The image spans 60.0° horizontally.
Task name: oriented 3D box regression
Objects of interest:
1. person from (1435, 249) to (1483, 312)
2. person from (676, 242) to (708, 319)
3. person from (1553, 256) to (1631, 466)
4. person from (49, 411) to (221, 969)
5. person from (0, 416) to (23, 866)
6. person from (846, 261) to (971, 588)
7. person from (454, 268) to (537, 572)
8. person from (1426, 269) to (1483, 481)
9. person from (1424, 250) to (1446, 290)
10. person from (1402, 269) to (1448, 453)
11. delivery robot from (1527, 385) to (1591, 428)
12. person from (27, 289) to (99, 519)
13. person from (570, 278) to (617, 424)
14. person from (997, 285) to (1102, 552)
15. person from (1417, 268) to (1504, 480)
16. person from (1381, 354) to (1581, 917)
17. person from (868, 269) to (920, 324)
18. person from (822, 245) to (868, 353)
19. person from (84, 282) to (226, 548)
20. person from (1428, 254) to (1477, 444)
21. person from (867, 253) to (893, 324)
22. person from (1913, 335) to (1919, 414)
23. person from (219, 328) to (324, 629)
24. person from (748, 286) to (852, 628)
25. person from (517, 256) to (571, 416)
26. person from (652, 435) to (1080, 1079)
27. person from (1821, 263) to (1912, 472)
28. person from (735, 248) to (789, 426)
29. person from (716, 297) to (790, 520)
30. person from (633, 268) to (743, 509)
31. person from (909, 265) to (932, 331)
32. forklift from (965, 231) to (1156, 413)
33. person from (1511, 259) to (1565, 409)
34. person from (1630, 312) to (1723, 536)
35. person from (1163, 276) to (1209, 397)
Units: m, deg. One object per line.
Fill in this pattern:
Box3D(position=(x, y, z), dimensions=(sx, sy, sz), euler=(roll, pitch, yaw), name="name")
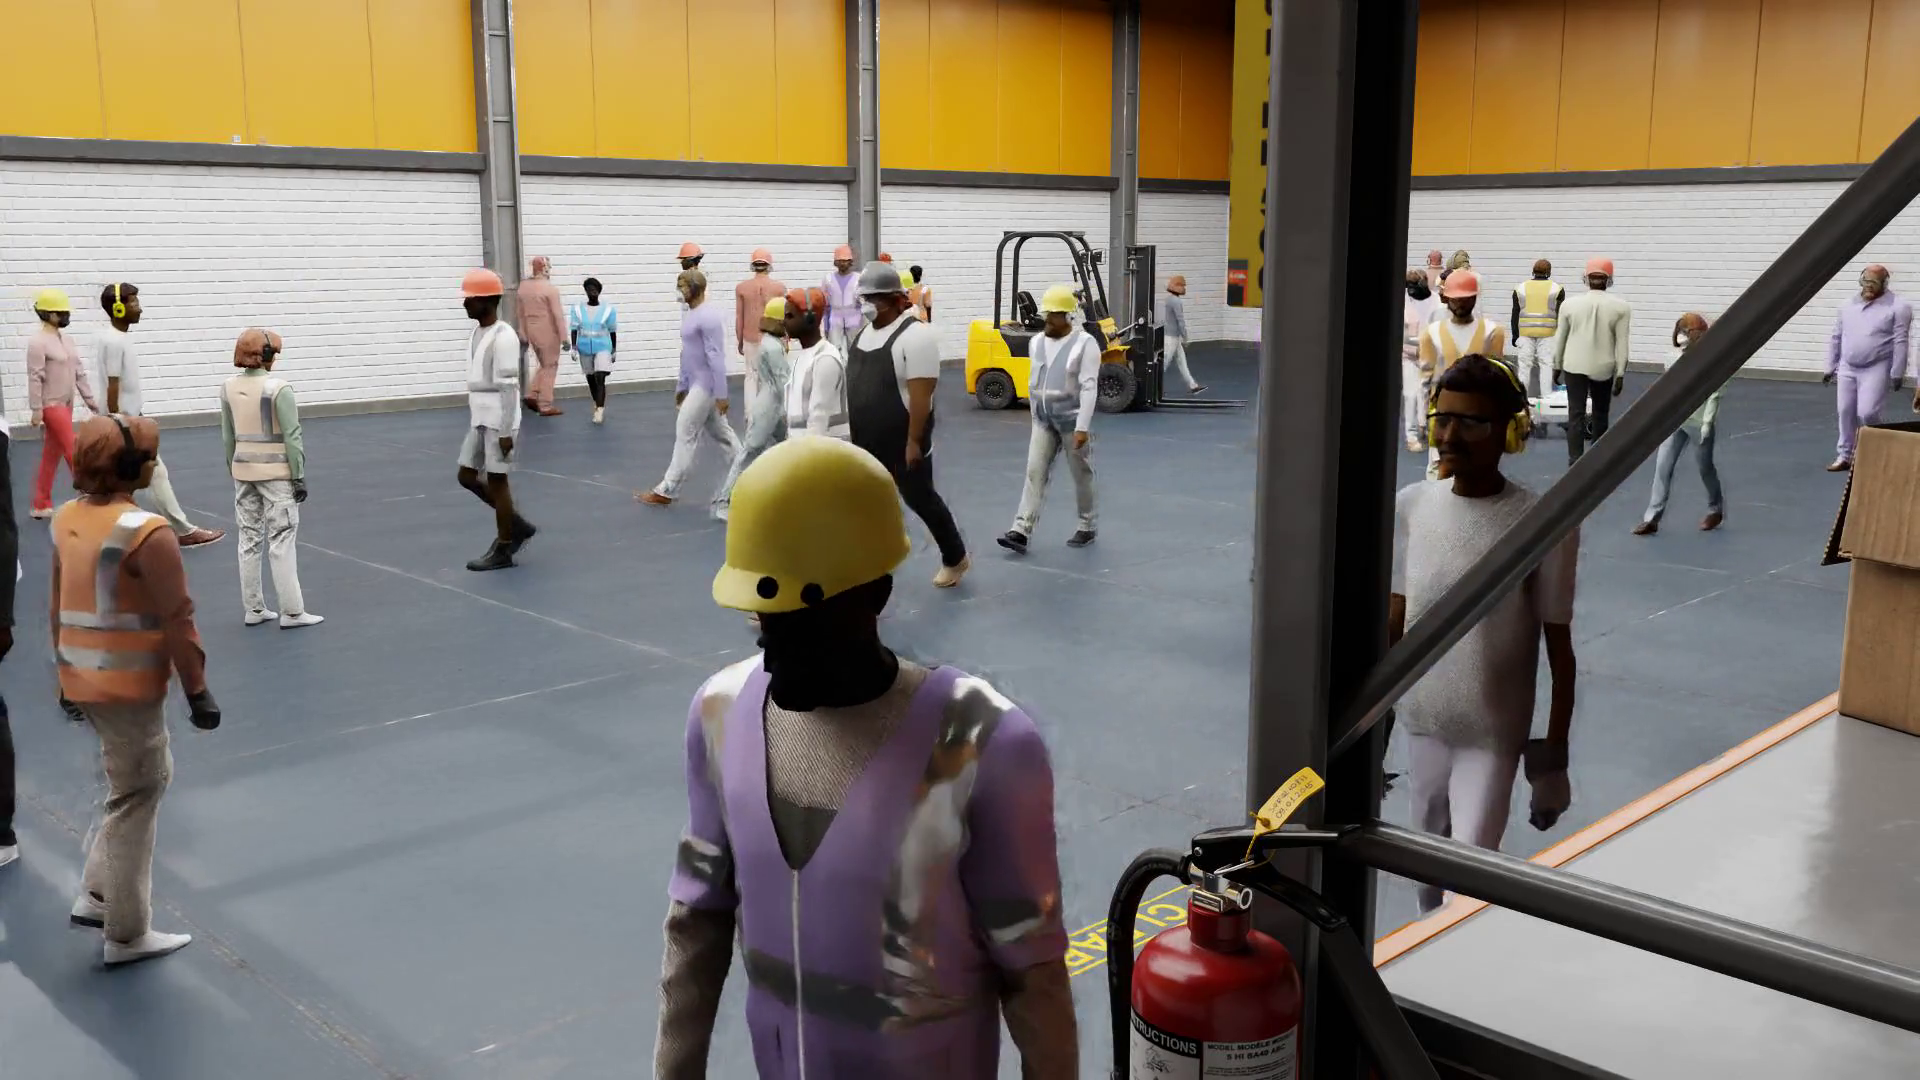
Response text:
Box3D(position=(6.727, -2.949, 22.505), dimensions=(0.627, 1.940, 0.375), euler=(2, 11, 12), name="person")
Box3D(position=(-3.243, -2.577, 20.191), dimensions=(0.387, 2.041, 0.615), euler=(1, 10, 4), name="person")
Box3D(position=(5.532, -1.505, 14.611), dimensions=(0.611, 1.938, 1.018), euler=(4, 11, 19), name="person")
Box3D(position=(-2.442, 0.442, 4.872), dimensions=(0.519, 1.631, 0.385), euler=(8, 13, 36), name="person")
Box3D(position=(-3.376, 0.172, 5.548), dimensions=(0.623, 1.917, 0.404), euler=(4, 11, 22), name="person")
Box3D(position=(-0.359, -0.680, 9.852), dimensions=(0.686, 2.000, 1.024), euler=(10, 14, 44), name="person")
Box3D(position=(-2.979, -0.758, 10.583), dimensions=(0.423, 1.927, 0.564), euler=(-8, 13, -39), name="person")
Box3D(position=(3.955, -1.246, 13.420), dimensions=(0.333, 1.866, 0.515), euler=(-9, 14, -41), name="person")
Box3D(position=(7.117, -3.397, 25.041), dimensions=(0.651, 1.904, 0.403), euler=(-1, 10, -5), name="person")
Box3D(position=(4.555, -1.757, 16.367), dimensions=(0.655, 1.808, 0.457), euler=(3, 11, 17), name="person")
Box3D(position=(6.361, -1.392, 17.534), dimensions=(0.707, 0.478, 0.477), euler=(-1, 10, -3), name="delivery robot")
Box3D(position=(-6.608, -0.991, 12.403), dimensions=(0.845, 1.734, 0.528), euler=(-1, 10, -4), name="person")
Box3D(position=(-4.212, -2.198, 19.194), dimensions=(0.521, 1.660, 0.870), euler=(0, 10, 0), name="person")
Box3D(position=(0.624, -0.801, 11.183), dimensions=(0.617, 1.786, 0.893), euler=(8, 13, 38), name="person")
Box3D(position=(3.346, -0.857, 11.156), dimensions=(0.561, 1.918, 0.505), euler=(2, 11, 13), name="person")
Box3D(position=(1.201, 0.481, 4.004), dimensions=(0.402, 1.861, 0.501), euler=(-8, 13, -37), name="person")
Box3D(position=(-0.626, -1.694, 16.013), dimensions=(0.713, 1.801, 0.557), euler=(7, 12, 33), name="person")
Box3D(position=(-1.489, -2.762, 21.327), dimensions=(0.618, 1.997, 0.985), euler=(1, 10, 4), name="person")
Box3D(position=(-5.565, -0.810, 11.173), dimensions=(0.968, 1.818, 0.545), euler=(-6, 12, -29), name="person")
Box3D(position=(5.015, -1.927, 16.933), dimensions=(0.631, 1.940, 0.370), euler=(-7, 12, -33), name="person")
Box3D(position=(-1.049, -3.108, 23.528), dimensions=(0.576, 1.882, 0.355), euler=(-2, 11, -11), name="person")
Box3D(position=(7.601, -1.128, 12.890), dimensions=(0.411, 1.831, 0.572), euler=(1, 10, 6), name="person")
Box3D(position=(-3.764, -0.327, 9.027), dimensions=(0.510, 1.639, 0.308), euler=(4, 11, 21), name="person")
Box3D(position=(-0.860, -0.399, 8.821), dimensions=(0.715, 1.863, 0.581), euler=(-4, 11, -22), name="person")
Box3D(position=(-4.887, -2.403, 19.655), dimensions=(0.651, 1.892, 0.435), euler=(9, 13, 39), name="person")
Box3D(position=(-0.188, 0.786, 2.307), dimensions=(0.615, 1.866, 0.993), euler=(8, 13, 37), name="person")
Box3D(position=(8.097, -1.527, 14.893), dimensions=(0.451, 1.885, 0.676), euler=(-6, 12, -31), name="person")
Box3D(position=(-2.196, -2.253, 18.593), dimensions=(0.618, 1.988, 0.402), euler=(1, 10, 3), name="person")
Box3D(position=(-1.386, -0.962, 12.384), dimensions=(0.972, 1.675, 0.483), euler=(-1, 10, -3), name="person")
Box3D(position=(-2.055, -1.185, 13.063), dimensions=(1.035, 1.883, 0.653), euler=(-4, 11, -19), name="person")
Box3D(position=(-0.661, -3.217, 24.652), dimensions=(0.532, 1.691, 0.321), euler=(3, 11, 18), name="person")
Box3D(position=(1.222, -2.721, 20.561), dimensions=(2.313, 2.155, 1.214), euler=(2, 11, 13), name="forklift")
Box3D(position=(7.075, -2.508, 20.365), dimensions=(0.633, 1.842, 0.429), euler=(6, 12, 28), name="person")
Box3D(position=(5.223, -0.825, 11.881), dimensions=(0.849, 1.592, 0.514), euler=(-6, 12, -30), name="person")
Box3D(position=(2.896, -2.670, 21.934), dimensions=(0.851, 1.588, 0.525), euler=(-1, 10, -3), name="person")
